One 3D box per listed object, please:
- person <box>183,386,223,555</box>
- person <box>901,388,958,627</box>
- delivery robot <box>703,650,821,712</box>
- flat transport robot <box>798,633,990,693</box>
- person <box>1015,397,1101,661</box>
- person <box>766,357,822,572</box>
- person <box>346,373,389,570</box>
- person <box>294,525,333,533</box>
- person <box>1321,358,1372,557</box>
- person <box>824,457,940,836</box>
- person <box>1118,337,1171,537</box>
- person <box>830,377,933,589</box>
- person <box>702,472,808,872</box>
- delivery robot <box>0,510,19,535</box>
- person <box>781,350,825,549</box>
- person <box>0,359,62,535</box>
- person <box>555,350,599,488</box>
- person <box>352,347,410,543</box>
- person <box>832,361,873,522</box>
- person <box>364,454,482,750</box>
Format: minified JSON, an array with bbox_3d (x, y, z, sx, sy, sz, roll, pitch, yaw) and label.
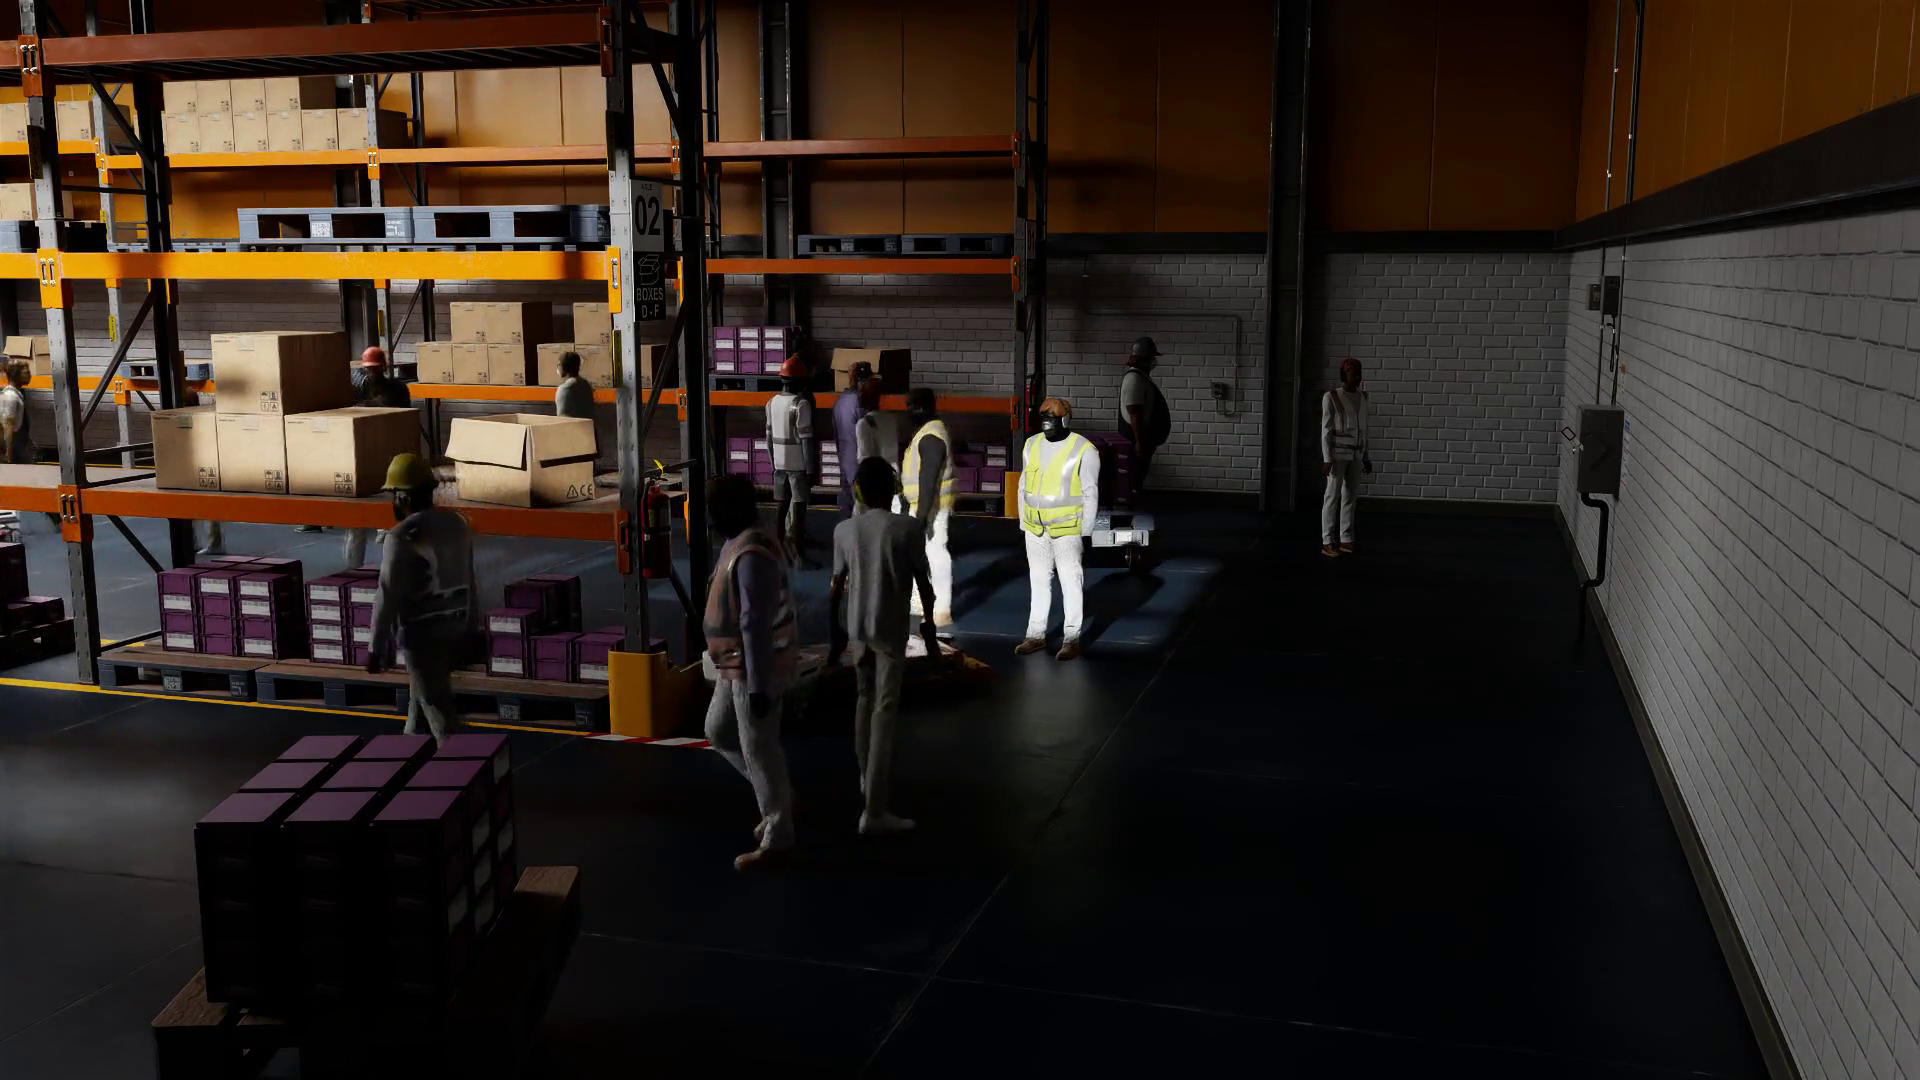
[{"bbox_3d":[-7.281,-0.643,15.758,0.524,1.618,0.508,1,9,6],"label":"person"},{"bbox_3d":[-0.296,-0.253,12.779,0.558,1.816,0.718,-1,9,-6],"label":"person"},{"bbox_3d":[-1.201,0.782,10.028,0.707,0.478,0.477,5,11,29],"label":"delivery robot"},{"bbox_3d":[-0.584,0.821,10.938,1.431,0.197,0.652,-5,10,-26],"label":"flat transport robot"},{"bbox_3d":[0.662,-0.080,11.660,0.620,1.845,0.430,7,11,35],"label":"person"},{"bbox_3d":[-1.495,-0.683,15.039,0.552,1.935,0.367,8,12,42],"label":"person"},{"bbox_3d":[-4.684,-0.399,13.456,1.010,1.884,0.662,7,12,37],"label":"person"},{"bbox_3d":[-6.728,-0.985,17.197,0.403,1.834,0.588,1,9,6],"label":"person"},{"bbox_3d":[3.680,-0.785,15.832,0.573,1.883,0.355,-5,11,-30],"label":"person"},{"bbox_3d":[-0.424,0.500,8.281,0.592,1.799,0.841,4,10,24],"label":"person"},{"bbox_3d":[1.887,-1.060,17.024,0.537,2.000,0.674,1,9,7],"label":"person"},{"bbox_3d":[-0.643,-0.453,13.962,0.994,1.833,0.563,7,11,35],"label":"person"},{"bbox_3d":[-0.968,0.591,7.643,0.452,1.814,0.656,-2,9,-10],"label":"person"},{"bbox_3d":[-9.587,-0.257,16.361,0.707,0.478,0.477,7,11,35],"label":"delivery robot"},{"bbox_3d":[-1.562,-0.883,16.254,0.372,1.941,0.627,-3,10,-18],"label":"person"},{"bbox_3d":[-9.577,-0.946,17.052,0.937,1.795,0.522,-6,11,-33],"label":"person"},{"bbox_3d":[-3.912,-0.993,17.061,0.968,1.903,0.639,1,9,9],"label":"person"},{"bbox_3d":[-5.693,-0.895,16.264,0.637,1.954,0.934,-2,9,-10],"label":"person"},{"bbox_3d":[-0.877,-0.641,14.877,0.406,1.911,0.639,-5,11,-29],"label":"person"},{"bbox_3d":[-2.814,0.461,8.466,0.840,1.797,0.615,3,10,18],"label":"person"}]
